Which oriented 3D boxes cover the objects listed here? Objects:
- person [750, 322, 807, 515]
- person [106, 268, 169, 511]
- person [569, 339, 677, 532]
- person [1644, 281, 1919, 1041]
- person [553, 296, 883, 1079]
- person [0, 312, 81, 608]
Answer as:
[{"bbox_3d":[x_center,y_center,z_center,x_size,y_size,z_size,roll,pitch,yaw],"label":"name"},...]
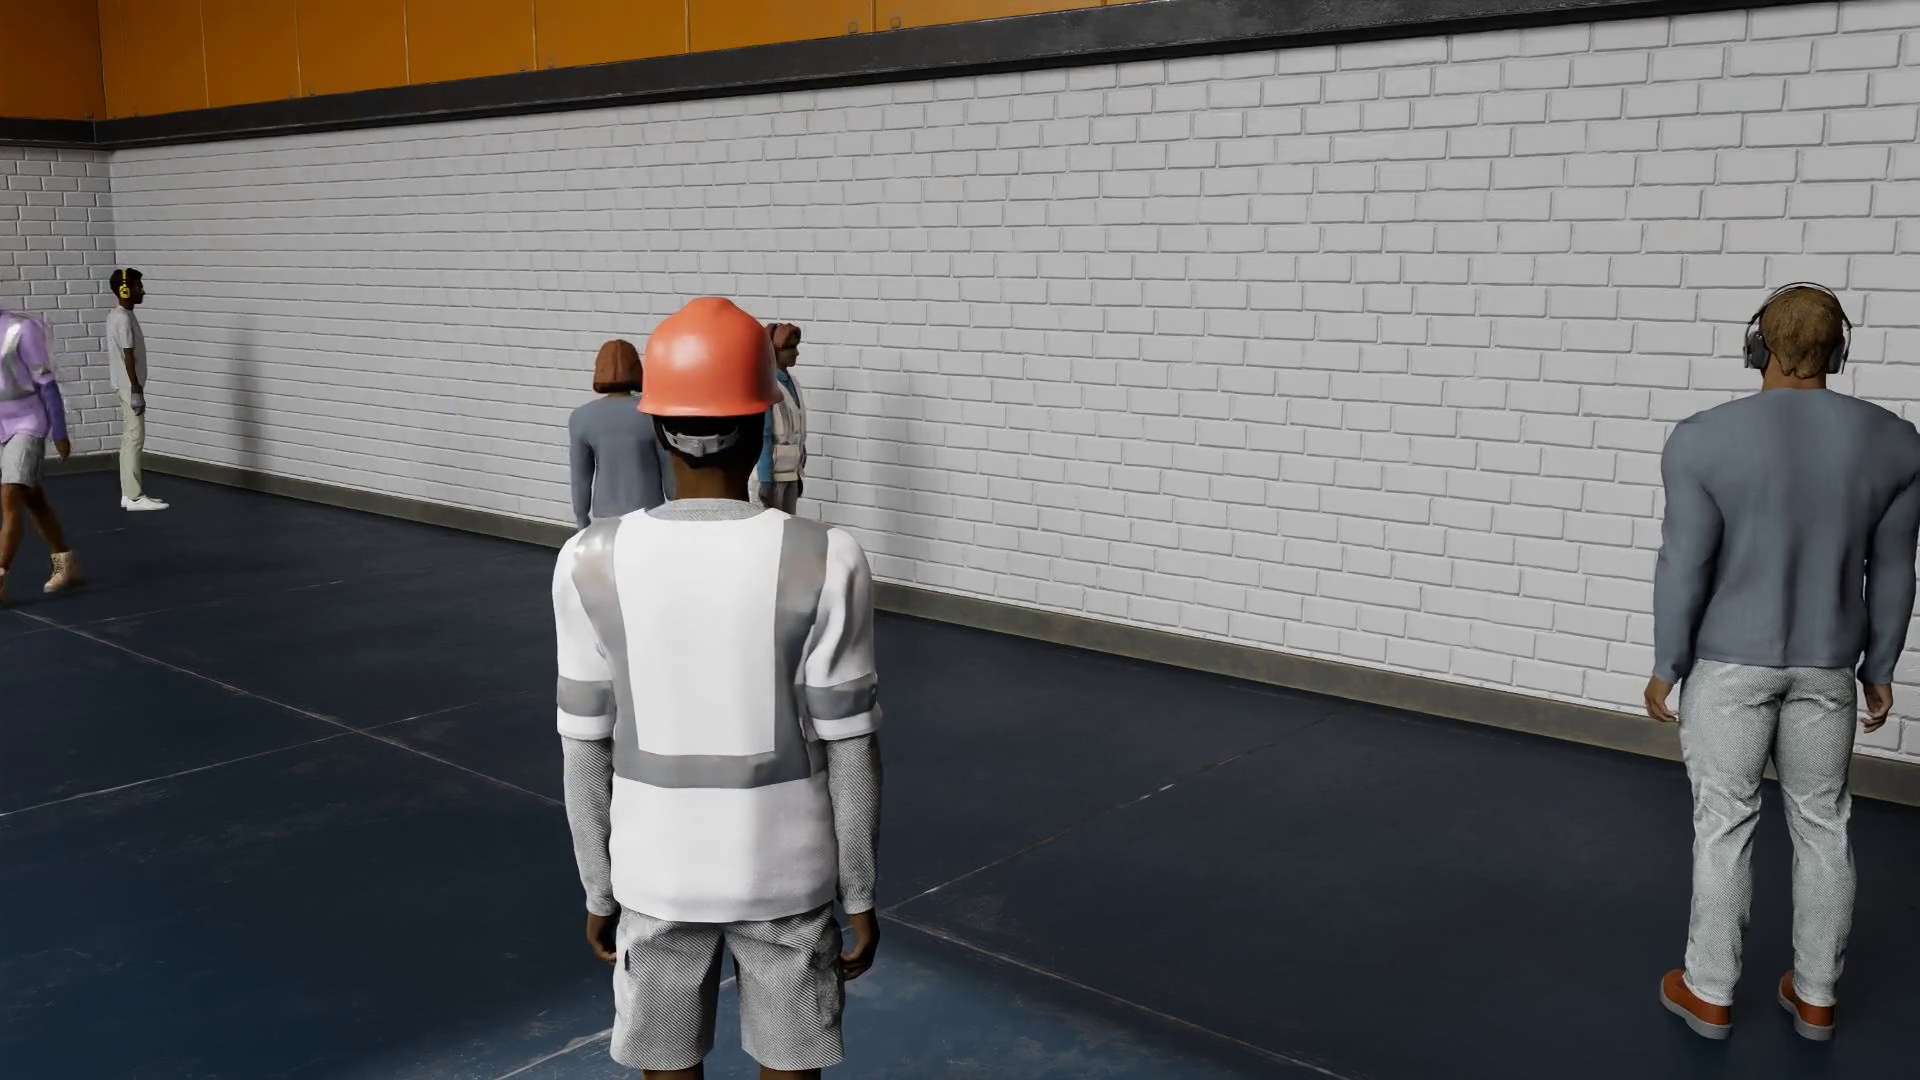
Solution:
[{"bbox_3d":[-0.959,-0.319,8.741,0.310,1.638,0.522,3,10,14],"label":"person"},{"bbox_3d":[-6.400,-1.162,12.887,0.312,1.869,0.537,-6,12,-33],"label":"person"},{"bbox_3d":[-1.515,-0.107,7.588,0.528,1.615,0.607,1,10,7],"label":"person"},{"bbox_3d":[2.075,0.321,4.241,0.633,1.938,0.356,1,10,5],"label":"person"},{"bbox_3d":[-0.400,0.563,2.857,0.545,1.942,0.350,0,10,3],"label":"person"},{"bbox_3d":[-5.471,-0.613,9.462,0.613,1.970,1.060,3,10,14],"label":"person"}]
